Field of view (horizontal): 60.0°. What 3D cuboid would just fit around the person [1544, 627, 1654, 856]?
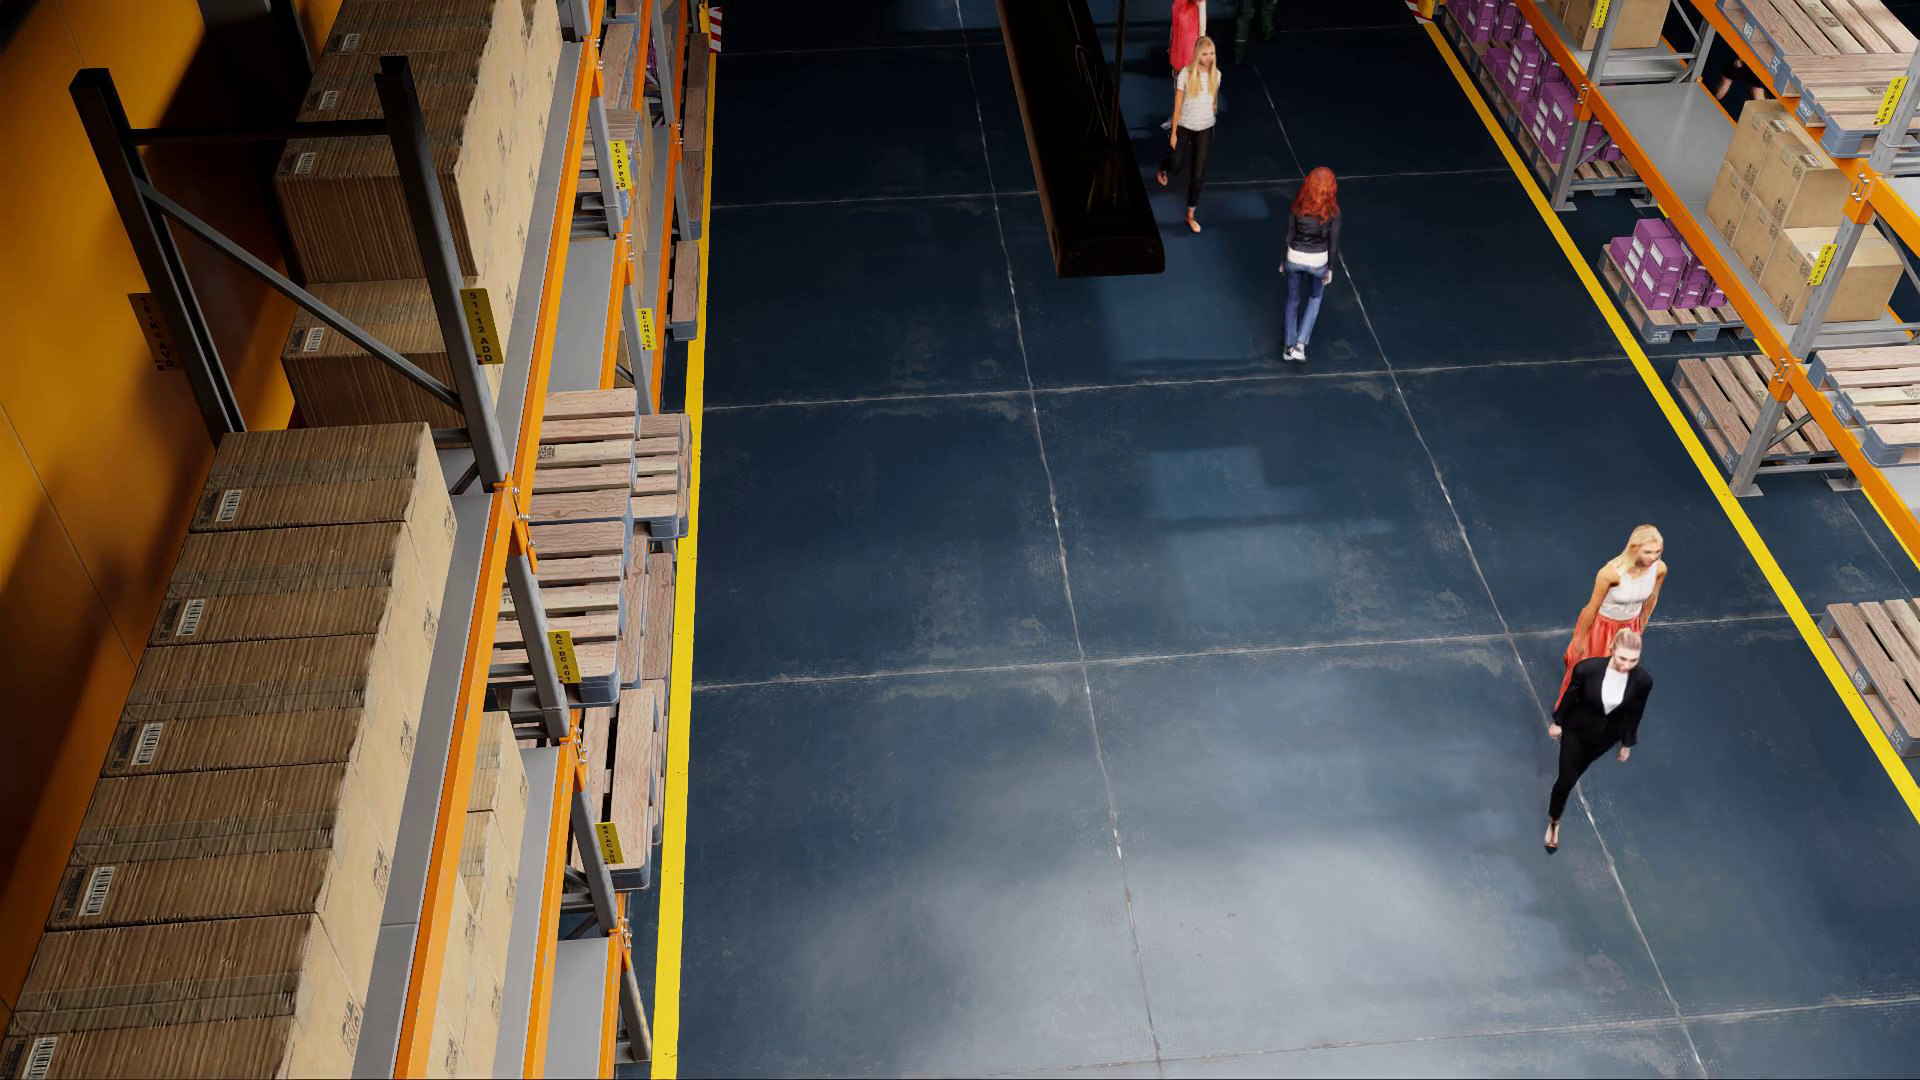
[{"bbox_3d":[3.767,1.084,9.948,0.739,1.691,0.836,6,44,6],"label":"person"}]

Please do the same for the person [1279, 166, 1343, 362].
[{"bbox_3d":[2.735,-2.118,13.244,0.726,1.781,0.835,11,45,11],"label":"person"}]

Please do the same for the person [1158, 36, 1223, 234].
[{"bbox_3d":[2.035,-3.687,14.870,0.694,1.809,1.066,-11,45,-12],"label":"person"}]

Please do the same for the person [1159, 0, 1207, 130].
[{"bbox_3d":[2.170,-4.708,15.930,0.732,1.826,0.583,-19,47,-19],"label":"person"}]

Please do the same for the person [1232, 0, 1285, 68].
[{"bbox_3d":[3.011,-5.703,17.004,1.092,1.785,1.202,25,49,24],"label":"person"}]

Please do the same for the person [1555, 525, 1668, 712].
[{"bbox_3d":[4.037,0.502,10.487,0.650,1.791,0.821,-6,44,-6],"label":"person"}]
